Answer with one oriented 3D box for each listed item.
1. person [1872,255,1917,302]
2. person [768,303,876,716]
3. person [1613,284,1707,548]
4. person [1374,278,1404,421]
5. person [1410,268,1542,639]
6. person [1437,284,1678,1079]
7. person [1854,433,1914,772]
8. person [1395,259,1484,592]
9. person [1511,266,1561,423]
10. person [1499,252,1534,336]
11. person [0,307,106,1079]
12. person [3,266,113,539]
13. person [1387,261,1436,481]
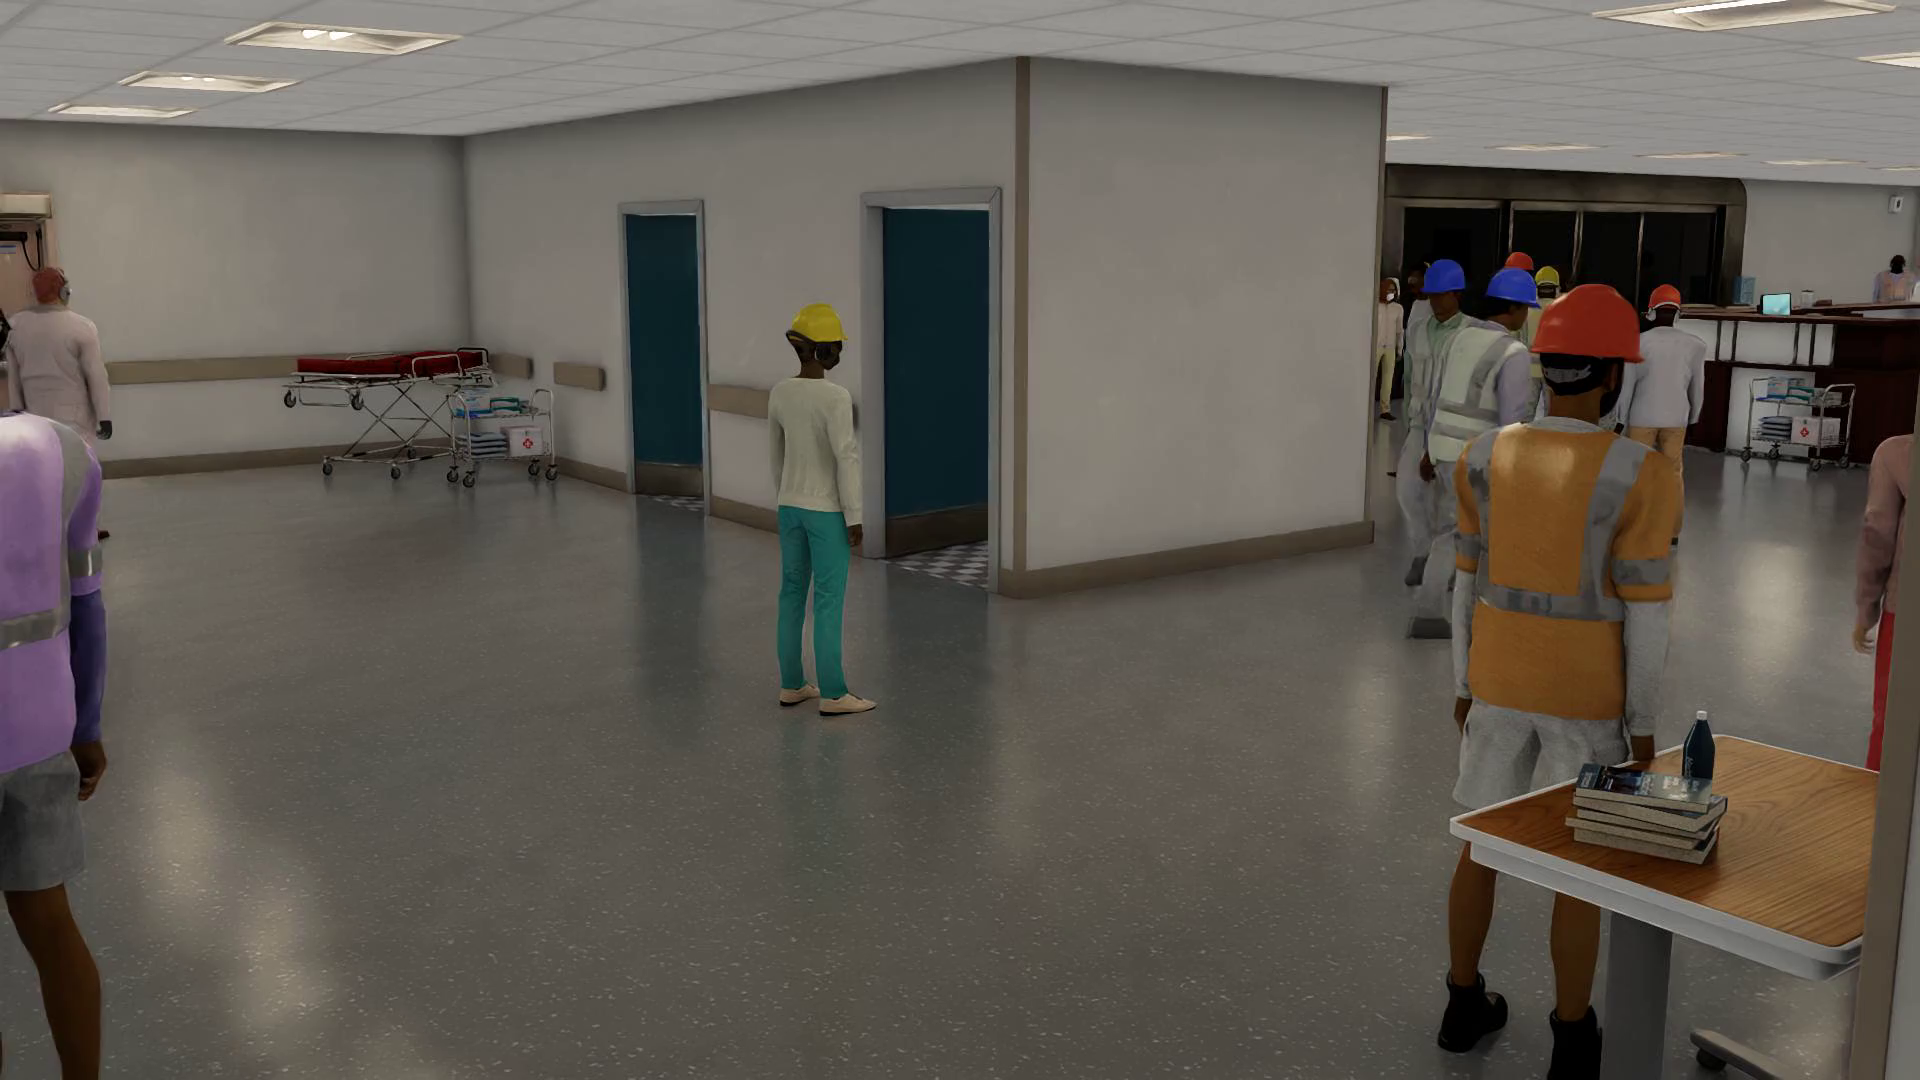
[{"bbox_3d":[15.427,-3.786,27.497,0.626,1.837,0.430,6,12,29],"label":"person"},{"bbox_3d":[-0.609,-0.129,7.171,0.524,1.770,0.315,10,14,43],"label":"person"},{"bbox_3d":[4.632,-0.818,11.067,0.575,1.749,0.335,0,10,2],"label":"person"},{"bbox_3d":[4.825,-2.162,18.975,0.504,1.627,0.285,-3,10,-14],"label":"person"},{"bbox_3d":[2.703,-0.430,8.529,0.857,1.890,0.635,-3,10,-14],"label":"person"},{"bbox_3d":[1.454,0.352,4.049,0.398,1.928,0.541,-10,14,-44],"label":"person"},{"bbox_3d":[3.021,0.245,5.080,0.528,1.767,0.330,7,12,35],"label":"person"},{"bbox_3d":[2.794,-0.643,9.593,0.484,1.927,0.622,-10,14,-44],"label":"person"},{"bbox_3d":[5.104,-1.473,14.553,0.593,1.826,0.404,5,11,27],"label":"person"},{"bbox_3d":[5.200,-1.718,15.596,0.357,1.937,0.550,3,10,15],"label":"person"},{"bbox_3d":[-2.046,0.411,3.437,0.407,2.028,0.612,3,11,18],"label":"person"},{"bbox_3d":[-5.914,-0.848,10.903,0.650,1.878,0.890,1,10,7],"label":"person"},{"bbox_3d":[3.920,-1.431,14.172,0.331,1.874,0.519,-2,10,-12],"label":"person"}]
